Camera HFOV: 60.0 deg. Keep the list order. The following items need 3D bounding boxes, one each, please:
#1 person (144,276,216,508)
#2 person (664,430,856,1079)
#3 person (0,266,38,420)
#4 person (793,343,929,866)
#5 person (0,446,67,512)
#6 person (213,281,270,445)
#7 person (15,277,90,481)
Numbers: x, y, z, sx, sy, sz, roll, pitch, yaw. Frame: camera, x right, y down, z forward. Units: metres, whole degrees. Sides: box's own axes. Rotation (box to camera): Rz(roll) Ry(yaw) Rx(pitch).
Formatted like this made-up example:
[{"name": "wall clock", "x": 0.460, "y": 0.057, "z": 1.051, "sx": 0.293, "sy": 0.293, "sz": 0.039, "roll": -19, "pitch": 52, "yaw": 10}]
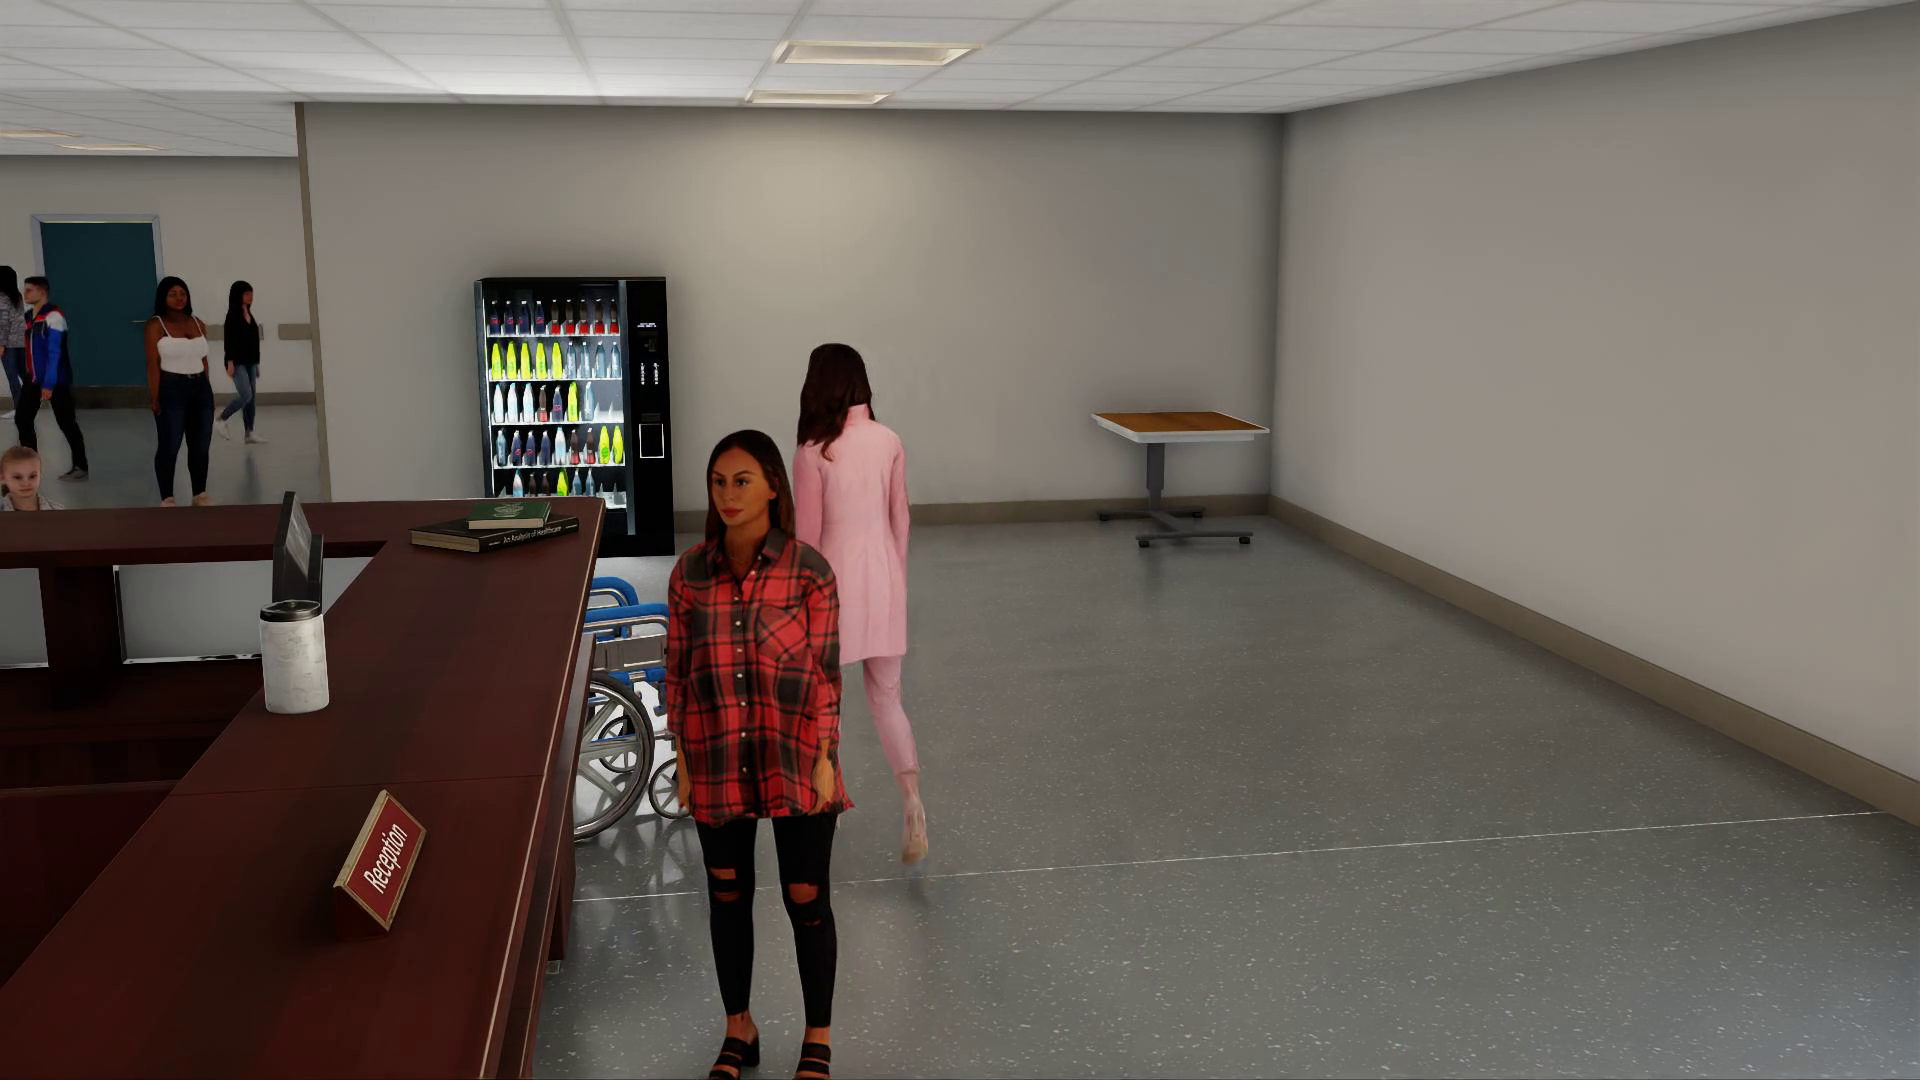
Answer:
[{"name": "person", "x": -5.906, "y": -1.086, "z": 12.601, "sx": 0.808, "sy": 1.808, "sz": 0.745, "roll": 8, "pitch": 13, "yaw": 35}, {"name": "person", "x": -0.499, "y": 0.563, "z": 4.185, "sx": 0.608, "sy": 1.705, "sz": 0.751, "roll": 2, "pitch": 11, "yaw": 11}, {"name": "person", "x": -10.842, "y": -2.268, "z": 19.031, "sx": 0.598, "sy": 1.732, "sz": 0.667, "roll": 1, "pitch": 11, "yaw": 3}, {"name": "person", "x": -0.318, "y": 0.250, "z": 5.668, "sx": 1.109, "sy": 1.768, "sz": 0.860, "roll": -5, "pitch": 12, "yaw": -24}, {"name": "person", "x": -3.948, "y": 0.231, "z": 7.067, "sx": 0.582, "sy": 1.277, "sz": 0.658, "roll": -10, "pitch": 14, "yaw": -42}, {"name": "person", "x": -7.259, "y": -1.765, "z": 16.643, "sx": 0.829, "sy": 1.634, "sz": 0.697, "roll": 1, "pitch": 11, "yaw": 8}, {"name": "person", "x": -7.696, "y": -1.357, "z": 14.221, "sx": 0.940, "sy": 1.736, "sz": 0.974, "roll": 5, "pitch": 12, "yaw": 26}]
